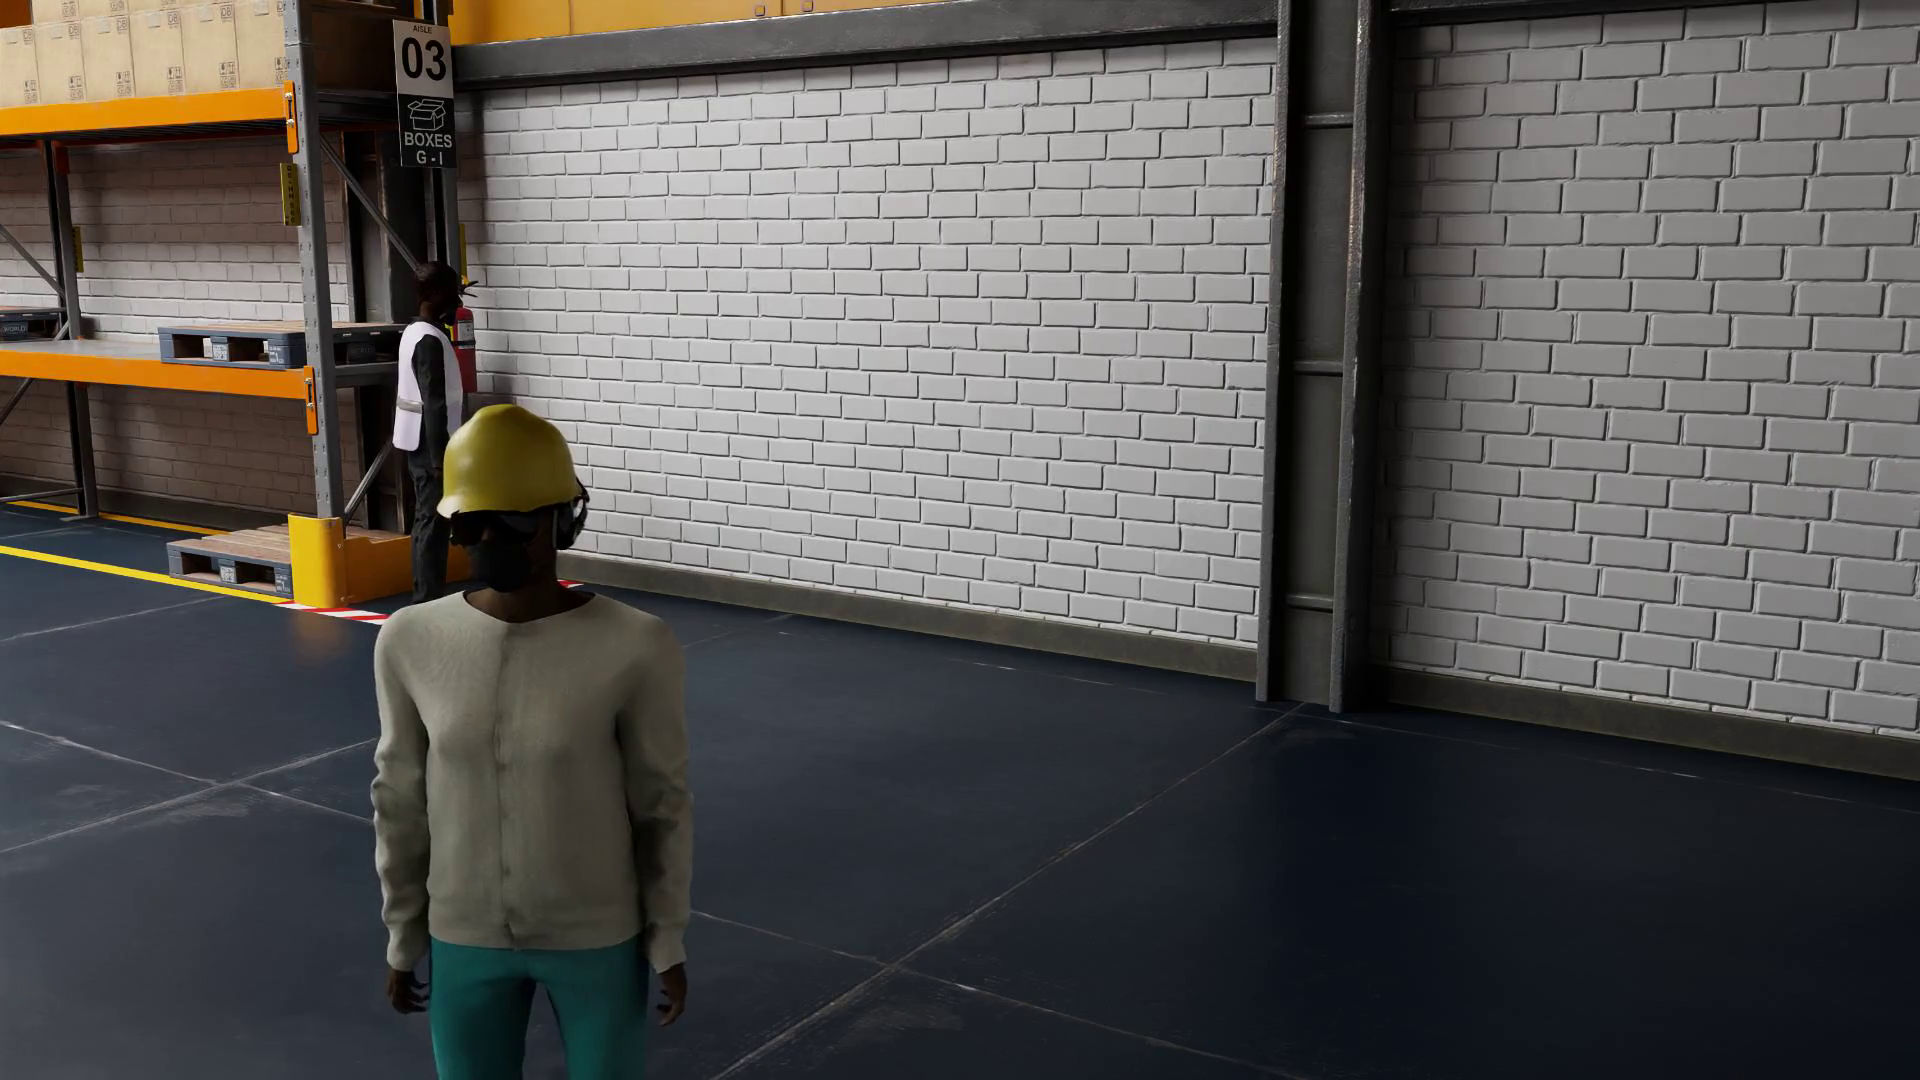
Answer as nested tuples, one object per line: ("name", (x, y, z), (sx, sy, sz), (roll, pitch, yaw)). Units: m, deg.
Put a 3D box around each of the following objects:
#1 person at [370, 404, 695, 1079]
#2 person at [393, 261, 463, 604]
("person", (-0.702, 0.656, 2.755), (0.526, 1.769, 0.328), (0, 10, 2))
("person", (-2.701, -0.456, 8.502), (0.373, 1.915, 0.594), (-4, 11, -22))
